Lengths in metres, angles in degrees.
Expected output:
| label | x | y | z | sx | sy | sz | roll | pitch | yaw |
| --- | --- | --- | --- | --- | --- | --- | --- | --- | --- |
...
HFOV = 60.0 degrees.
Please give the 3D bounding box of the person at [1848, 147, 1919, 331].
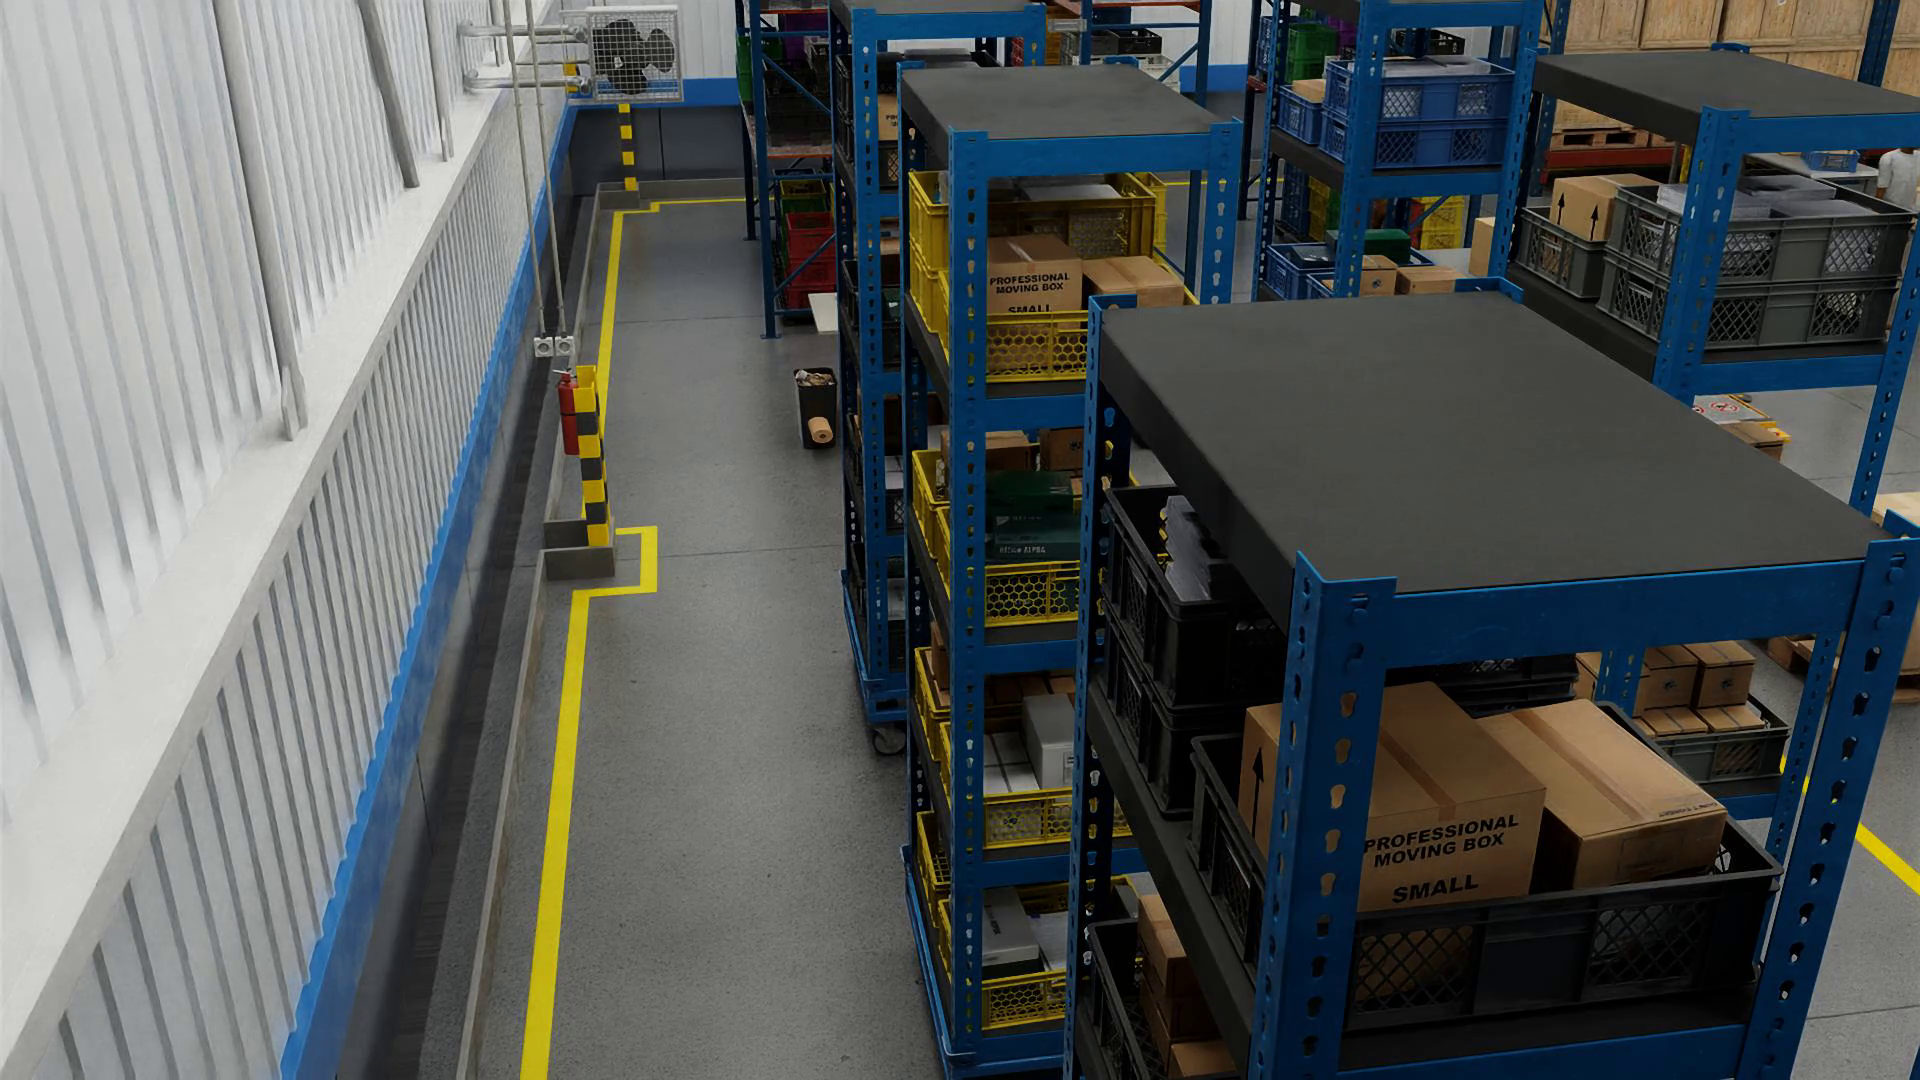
| label | x | y | z | sx | sy | sz | roll | pitch | yaw |
| --- | --- | --- | --- | --- | --- | --- | --- | --- | --- |
| person | 7.958 | -2.694 | 14.217 | 0.513 | 1.876 | 0.328 | -14 | 28 | -28 |
